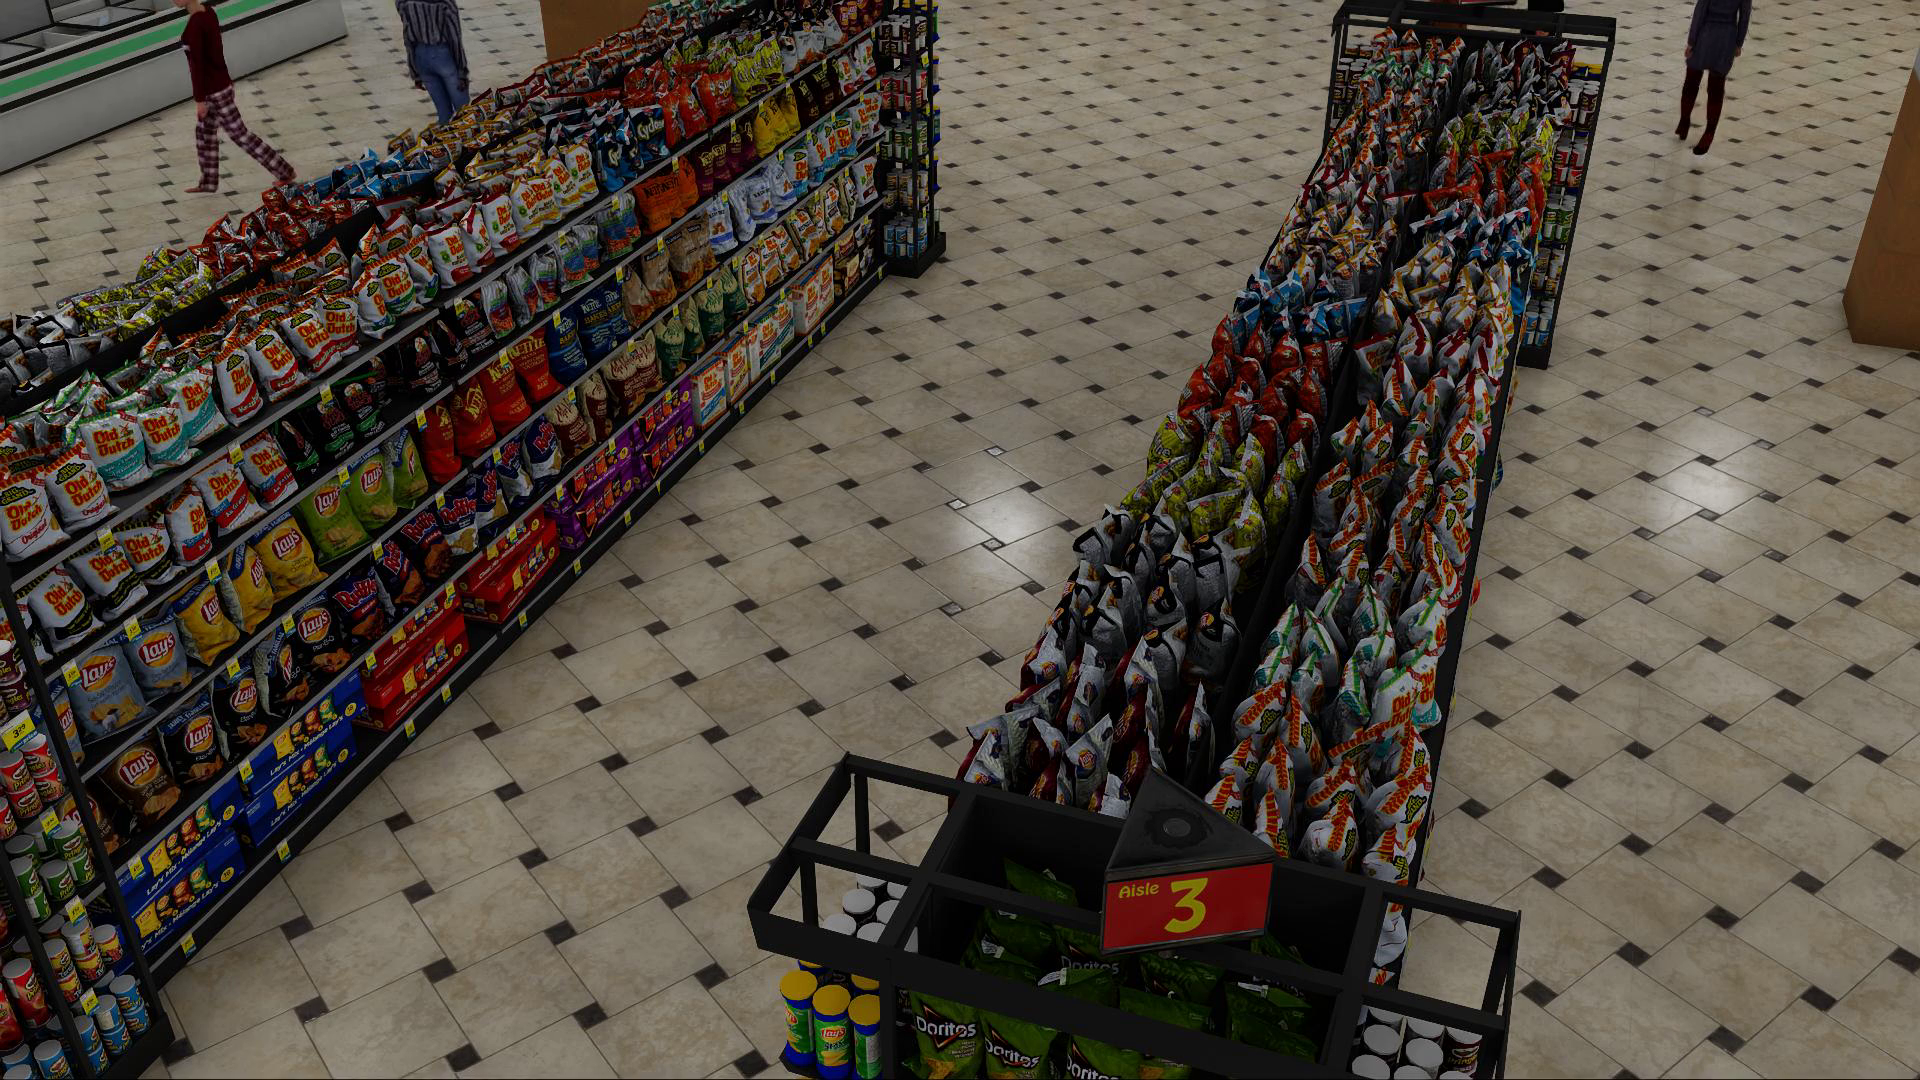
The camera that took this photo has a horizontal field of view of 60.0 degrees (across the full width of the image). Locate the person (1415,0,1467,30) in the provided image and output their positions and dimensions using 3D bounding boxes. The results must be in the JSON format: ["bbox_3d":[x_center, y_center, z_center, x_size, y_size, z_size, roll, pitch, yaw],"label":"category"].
[{"bbox_3d":[3.439,-3.285,12.197,0.684,1.703,0.724,-11,34,-17],"label":"person"}]

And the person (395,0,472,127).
[{"bbox_3d":[-3.922,-3.474,12.432,0.764,1.776,0.954,3,32,5],"label":"person"}]

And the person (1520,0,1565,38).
[{"bbox_3d":[4.342,-3.727,12.807,0.912,1.810,0.996,-1,32,-2],"label":"person"}]

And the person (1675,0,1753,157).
[{"bbox_3d":[5.990,-3.878,13.175,0.670,1.677,1.097,7,33,12],"label":"person"}]

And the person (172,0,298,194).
[{"bbox_3d":[-5.431,-3.344,12.333,1.058,1.661,1.106,-6,32,-9],"label":"person"}]
